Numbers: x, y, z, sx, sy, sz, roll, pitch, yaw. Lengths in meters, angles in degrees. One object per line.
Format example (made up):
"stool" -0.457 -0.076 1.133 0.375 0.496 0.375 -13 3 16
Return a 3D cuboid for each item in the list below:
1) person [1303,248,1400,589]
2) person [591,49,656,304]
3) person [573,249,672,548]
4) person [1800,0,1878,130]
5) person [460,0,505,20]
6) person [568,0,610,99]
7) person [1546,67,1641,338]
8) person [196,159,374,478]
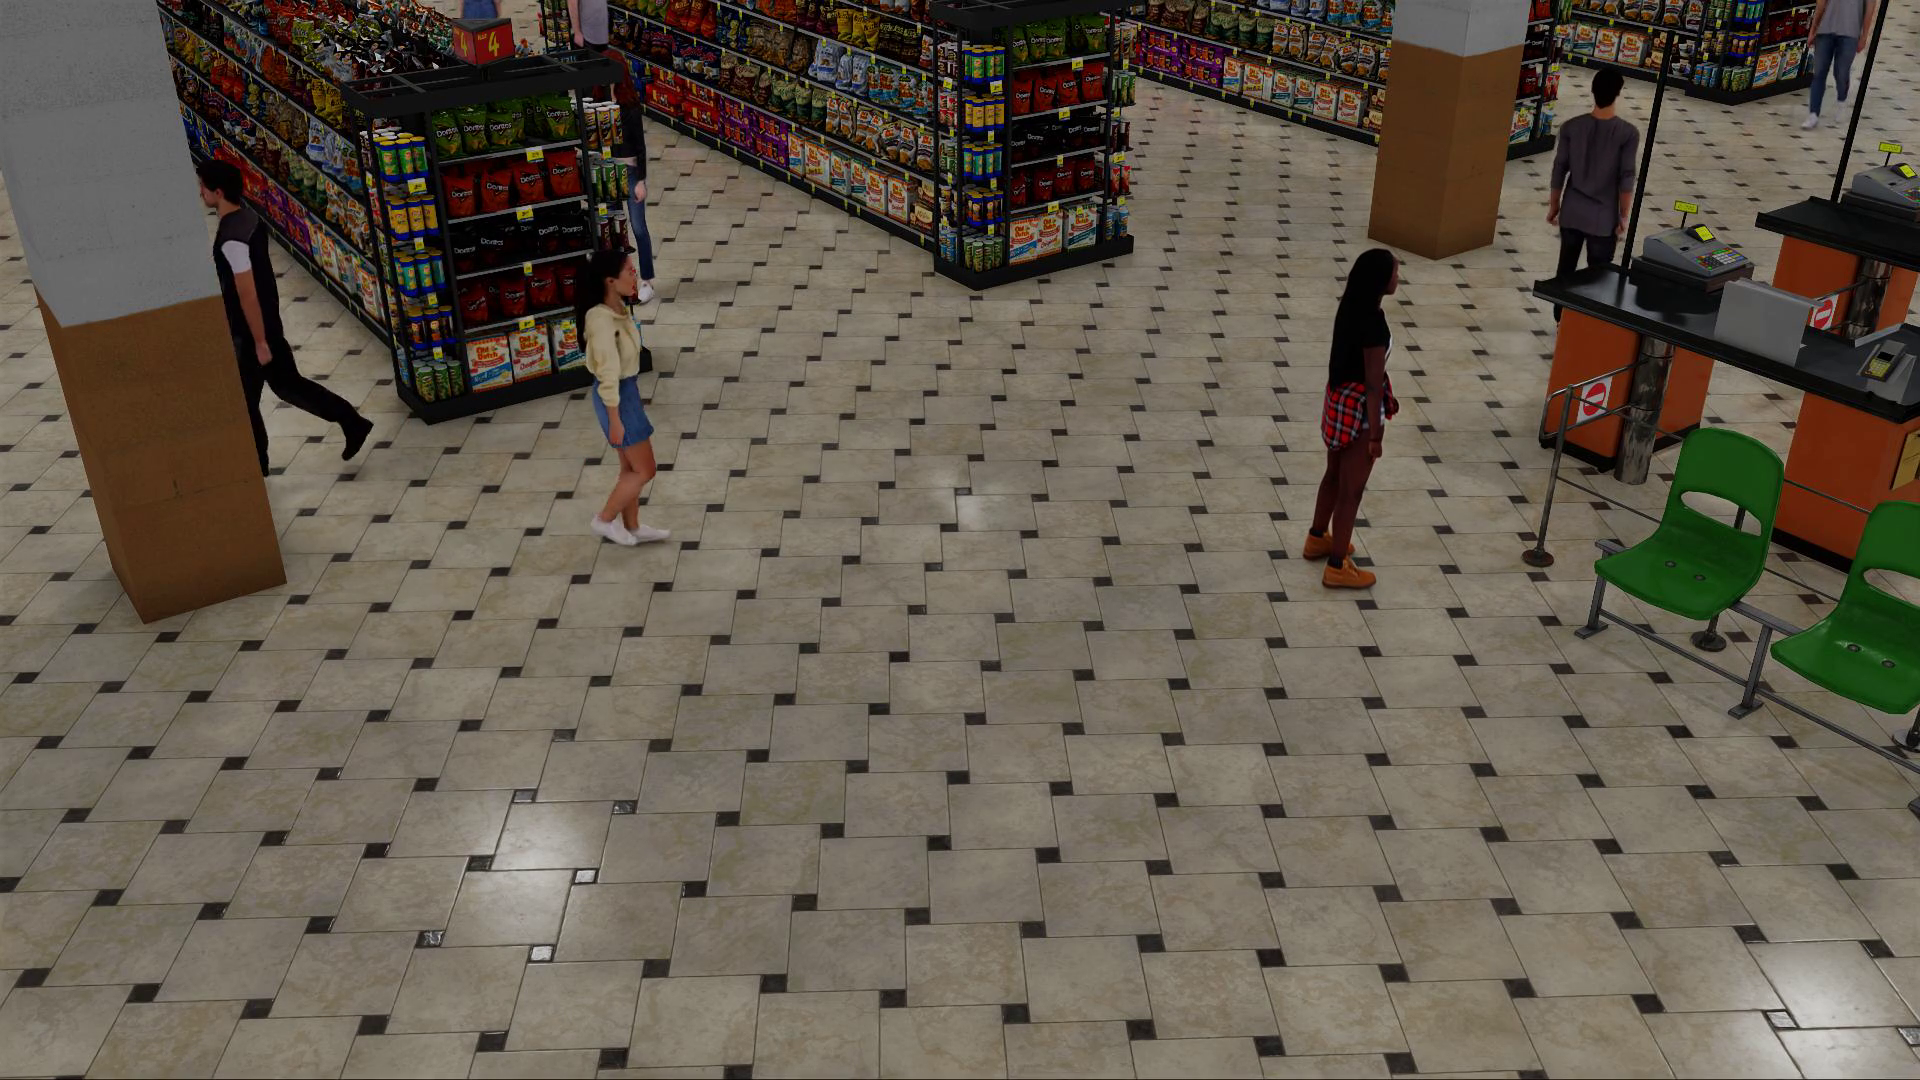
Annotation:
"person" 1.947 -0.606 8.250 0.773 1.721 0.680 -3 29 -5
"person" -2.393 -2.560 11.761 0.619 1.787 0.717 11 30 19
"person" -1.810 -0.686 8.500 0.834 1.623 0.732 -4 29 -6
"person" 8.459 -4.891 15.937 0.756 1.878 0.822 24 37 36
"person" -4.966 -5.442 17.243 0.749 1.592 0.784 -5 29 -9
"person" -3.562 -4.894 15.984 0.781 1.838 0.761 10 30 18
"person" 4.116 -2.142 10.941 0.930 1.839 0.907 20 34 32
"person" -3.795 -1.182 9.203 1.028 1.820 1.163 -4 29 -8
